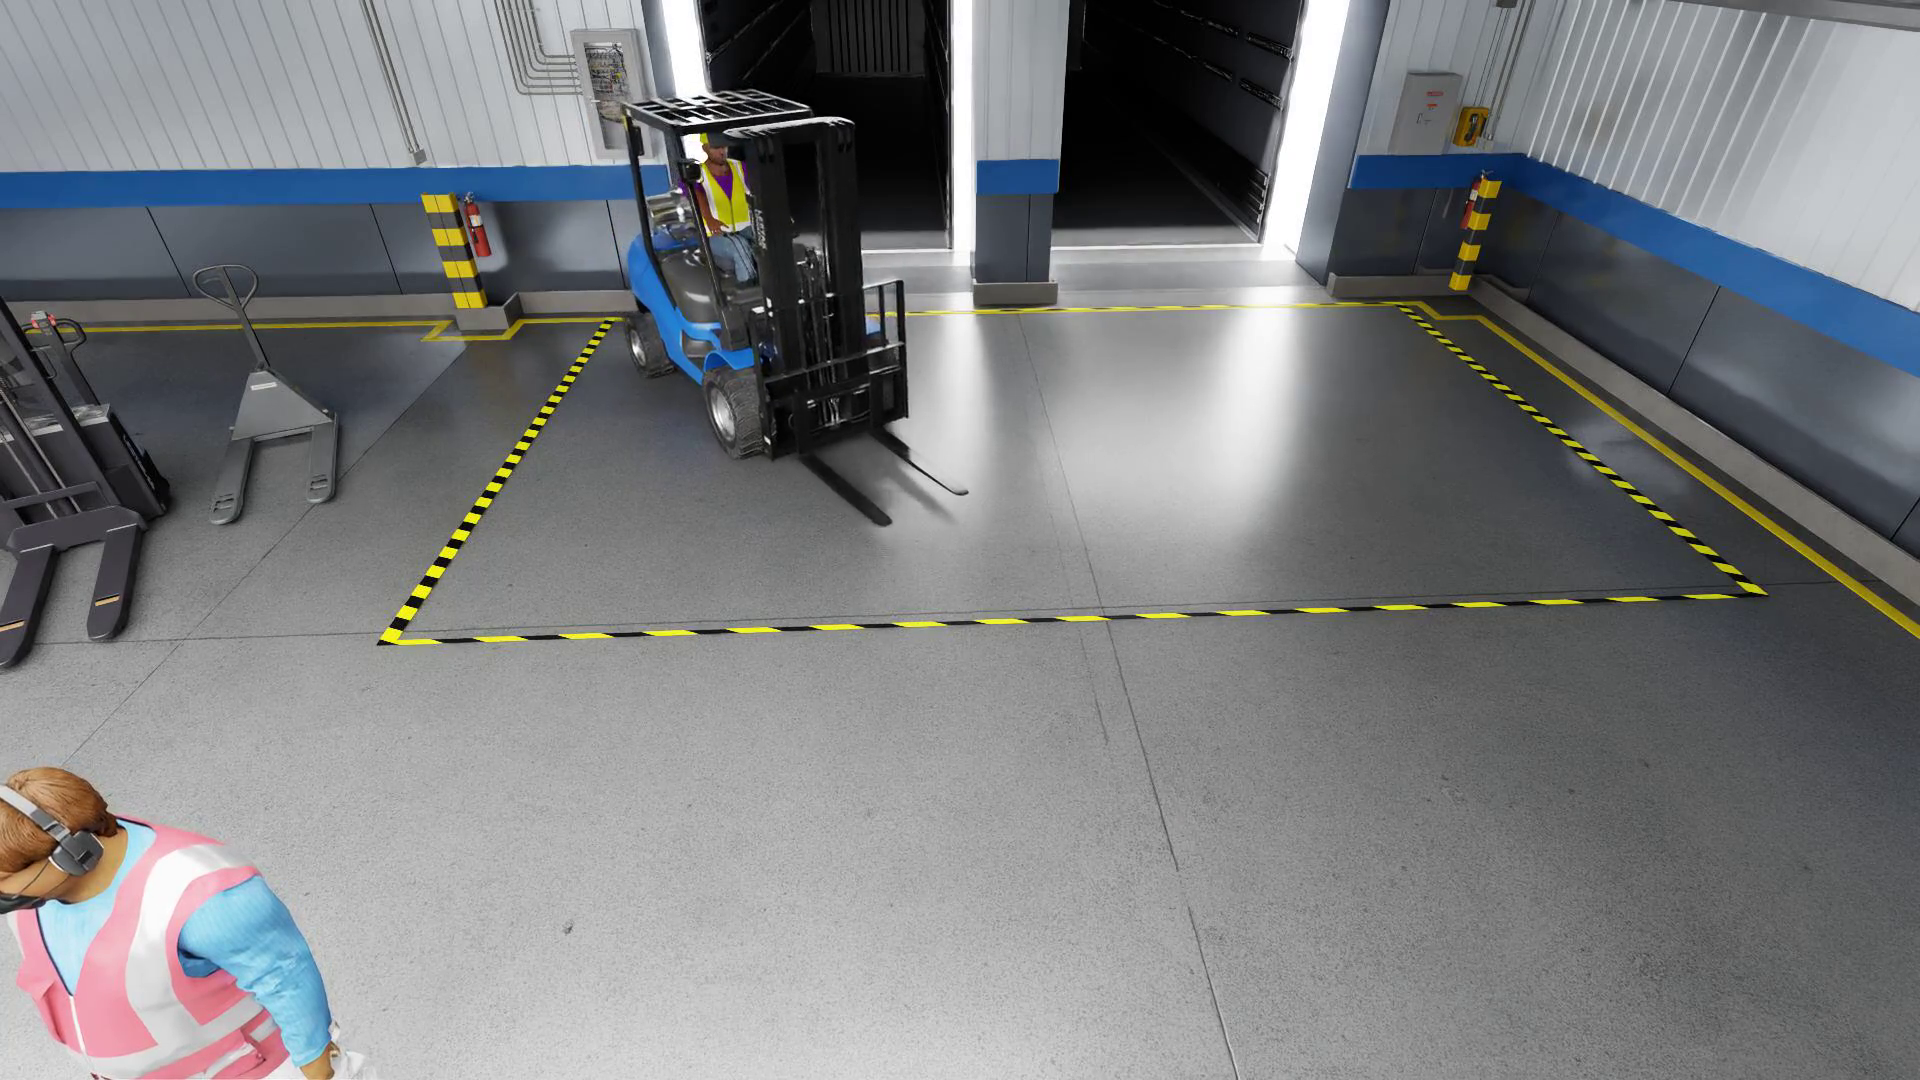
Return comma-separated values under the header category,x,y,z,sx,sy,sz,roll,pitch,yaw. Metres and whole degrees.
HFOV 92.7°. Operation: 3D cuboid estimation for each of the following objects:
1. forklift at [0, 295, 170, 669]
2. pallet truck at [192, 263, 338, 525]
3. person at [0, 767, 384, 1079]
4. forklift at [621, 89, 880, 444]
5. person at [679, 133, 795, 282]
category,x,y,z,sx,sy,sz,roll,pitch,yaw
forklift,-5.212,-0.618,4.878,0.823,1.965,1.885,-20,39,-26
pallet truck,-4.778,-1.027,6.128,0.680,1.201,1.601,-17,38,-23
person,-1.893,1.242,2.340,0.633,1.841,0.429,7,36,10
forklift,-1.602,-2.136,6.748,1.157,2.036,2.680,-22,41,-29
person,-1.573,-2.260,6.598,0.635,1.294,1.004,-22,41,-29
